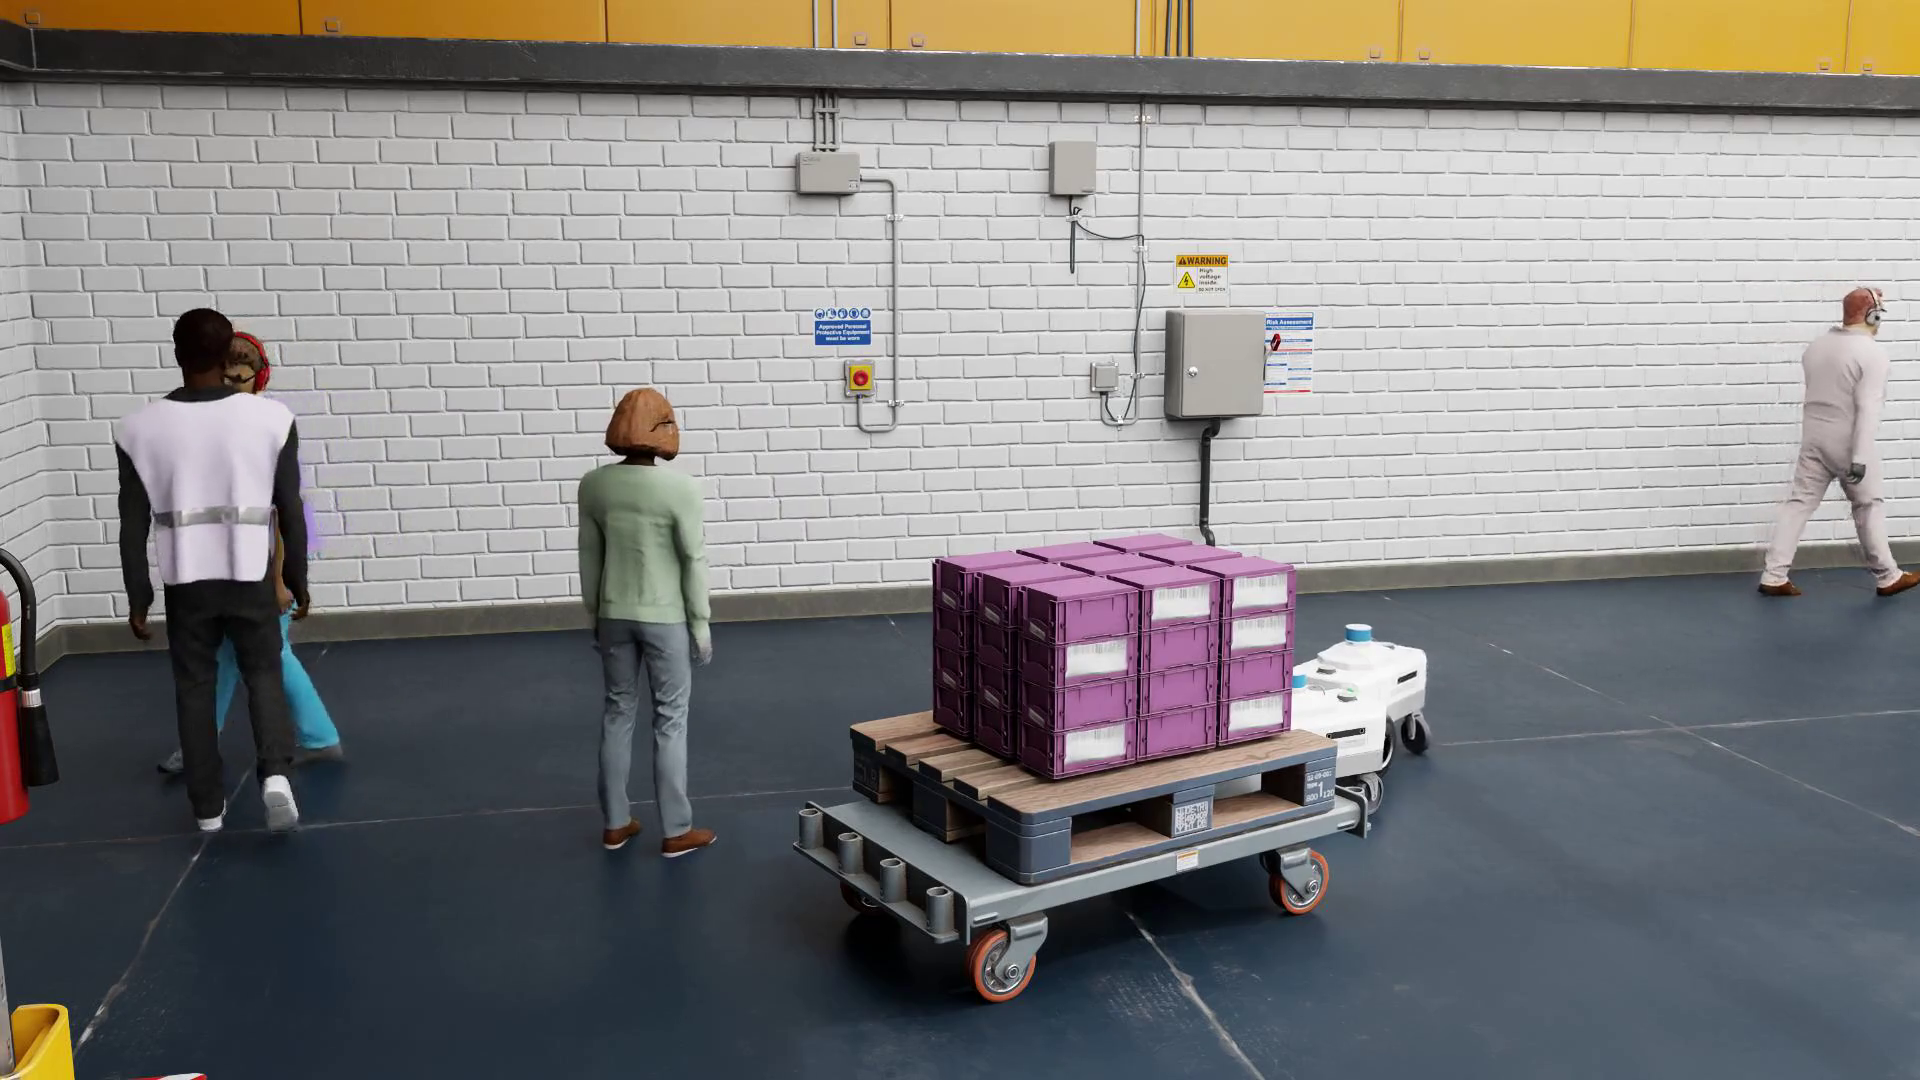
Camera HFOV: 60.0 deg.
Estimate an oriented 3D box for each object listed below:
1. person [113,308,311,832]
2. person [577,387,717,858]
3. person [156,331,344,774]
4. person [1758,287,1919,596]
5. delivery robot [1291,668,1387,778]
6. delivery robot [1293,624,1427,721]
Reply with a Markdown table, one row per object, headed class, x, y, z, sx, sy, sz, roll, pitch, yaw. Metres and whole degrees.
| class | x | y | z | sx | sy | sz | roll | pitch | yaw |
| --- | --- | --- | --- | --- | --- | --- | --- | --- | --- |
| person | -2.624 | 0.135 | 5.874 | 0.609 | 1.898 | 0.626 | -4 | 11 | -23 |
| person | -1.089 | 0.286 | 5.778 | 0.509 | 1.631 | 0.265 | 4 | 11 | 22 |
| person | -2.837 | 0.072 | 6.560 | 0.668 | 1.782 | 0.649 | -8 | 13 | -37 |
| person | 5.267 | -0.561 | 9.866 | 1.018 | 1.854 | 0.661 | -3 | 11 | -15 |
| delivery robot | 1.218 | 0.714 | 6.130 | 0.707 | 0.478 | 0.477 | -5 | 11 | -26 |
| delivery robot | 1.626 | 0.588 | 6.829 | 0.477 | 0.478 | 0.707 | 8 | 13 | 39 |
